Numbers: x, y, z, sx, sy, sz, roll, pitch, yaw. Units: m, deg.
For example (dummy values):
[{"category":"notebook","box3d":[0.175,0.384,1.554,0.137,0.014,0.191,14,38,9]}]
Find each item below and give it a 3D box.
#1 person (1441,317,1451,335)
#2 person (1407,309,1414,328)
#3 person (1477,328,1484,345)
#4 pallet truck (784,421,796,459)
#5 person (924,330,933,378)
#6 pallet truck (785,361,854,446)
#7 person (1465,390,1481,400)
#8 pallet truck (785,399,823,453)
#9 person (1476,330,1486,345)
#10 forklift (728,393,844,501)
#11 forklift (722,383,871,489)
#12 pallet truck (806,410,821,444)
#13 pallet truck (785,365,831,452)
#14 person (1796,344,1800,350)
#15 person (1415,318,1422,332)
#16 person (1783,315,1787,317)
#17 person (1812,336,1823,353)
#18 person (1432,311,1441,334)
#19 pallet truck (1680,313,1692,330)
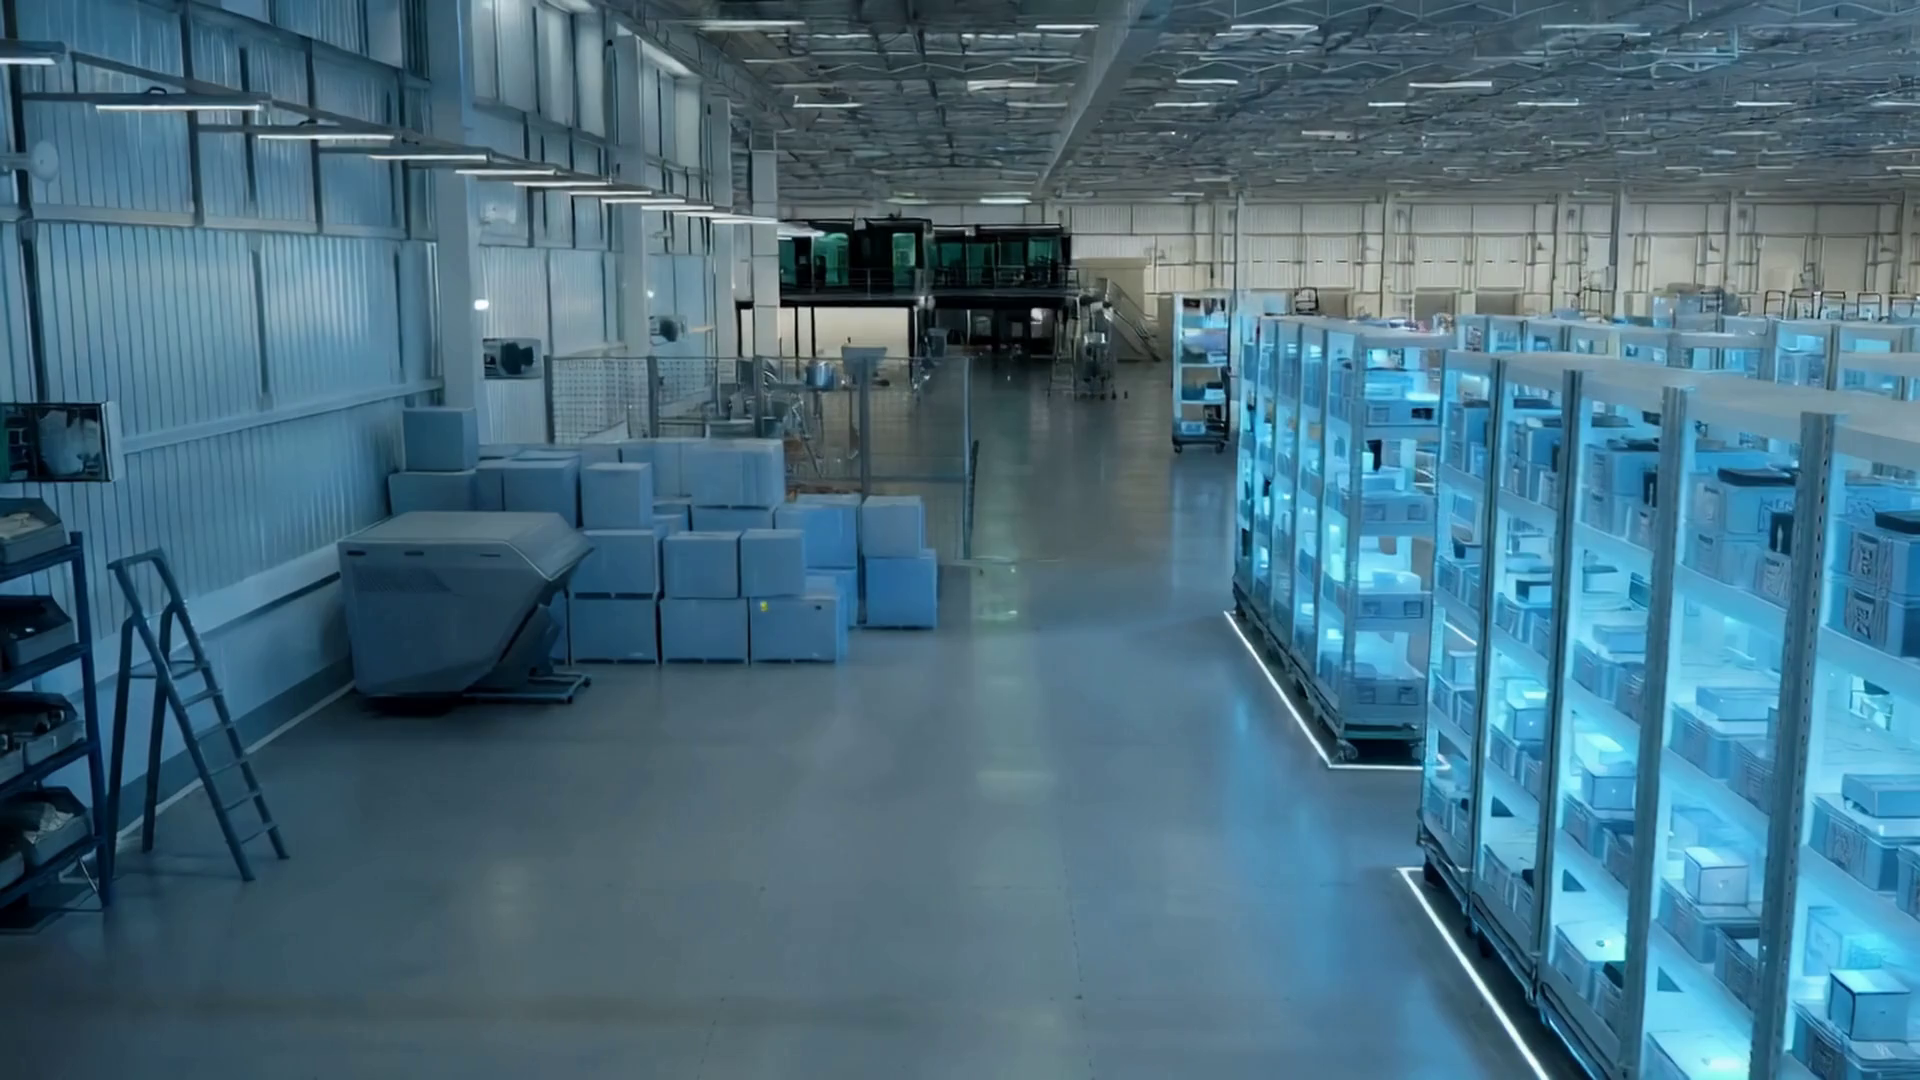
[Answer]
[{"category":"person","box3d":[23.527,-9.875,80.609,0.421,1.870,0.571,-7,12,-37]},{"category":"person","box3d":[25.607,-12.176,94.623,0.396,1.921,0.585,7,12,39]},{"category":"person","box3d":[20.148,-7.233,64.195,0.625,1.901,0.609,3,10,20]},{"category":"pallet truck","box3d":[-4.013,-1.793,32.705,1.601,1.201,0.680,0,9,1]},{"category":"person","box3d":[-1.219,-7.151,63.862,0.345,1.845,0.505,4,10,22]},{"category":"pallet truck","box3d":[-3.410,-3.193,38.978,1.885,1.965,0.823,0,9,-1]},{"category":"person","box3d":[11.944,-3.177,38.908,0.953,2.001,0.595,-1,9,-5]},{"category":"pallet truck","box3d":[-3.814,-2.432,36.419,1.630,1.274,0.653,0,9,1]},{"category":"person","box3d":[20.654,-7.483,65.965,0.457,1.828,0.669,-6,11,-35]},{"category":"forklift","box3d":[-2.979,-1.316,26.476,2.680,1.987,1.157,0,9,1]},{"category":"forklift","box3d":[-2.893,-1.687,28.729,2.680,1.987,1.157,0,9,-1]},{"category":"pallet truck","box3d":[-3.559,-2.018,33.905,1.522,1.261,0.704,0,9,-1]},{"category":"pallet truck","box3d":[-3.774,-2.976,37.635,1.885,1.965,0.823,1,9,5]},{"category":"person","box3d":[28.166,-5.778,56.084,0.500,1.625,0.409,0,9,3]},{"category":"person","box3d":[21.445,-9.477,78.134,0.987,1.863,0.619,3,10,18]},{"category":"person","box3d":[40.389,-10.059,81.510,0.372,1.940,0.630,-4,10,-25]},{"category":"person","box3d":[30.531,-6.411,59.108,0.725,1.914,0.549,1,9,7]},{"category":"person","box3d":[27.622,-12.380,96.248,0.902,1.789,0.752,-5,11,-30]},{"category":"pallet truck","box3d":[36.315,-10.531,84.244,0.823,1.965,1.885,-6,11,-33]}]
